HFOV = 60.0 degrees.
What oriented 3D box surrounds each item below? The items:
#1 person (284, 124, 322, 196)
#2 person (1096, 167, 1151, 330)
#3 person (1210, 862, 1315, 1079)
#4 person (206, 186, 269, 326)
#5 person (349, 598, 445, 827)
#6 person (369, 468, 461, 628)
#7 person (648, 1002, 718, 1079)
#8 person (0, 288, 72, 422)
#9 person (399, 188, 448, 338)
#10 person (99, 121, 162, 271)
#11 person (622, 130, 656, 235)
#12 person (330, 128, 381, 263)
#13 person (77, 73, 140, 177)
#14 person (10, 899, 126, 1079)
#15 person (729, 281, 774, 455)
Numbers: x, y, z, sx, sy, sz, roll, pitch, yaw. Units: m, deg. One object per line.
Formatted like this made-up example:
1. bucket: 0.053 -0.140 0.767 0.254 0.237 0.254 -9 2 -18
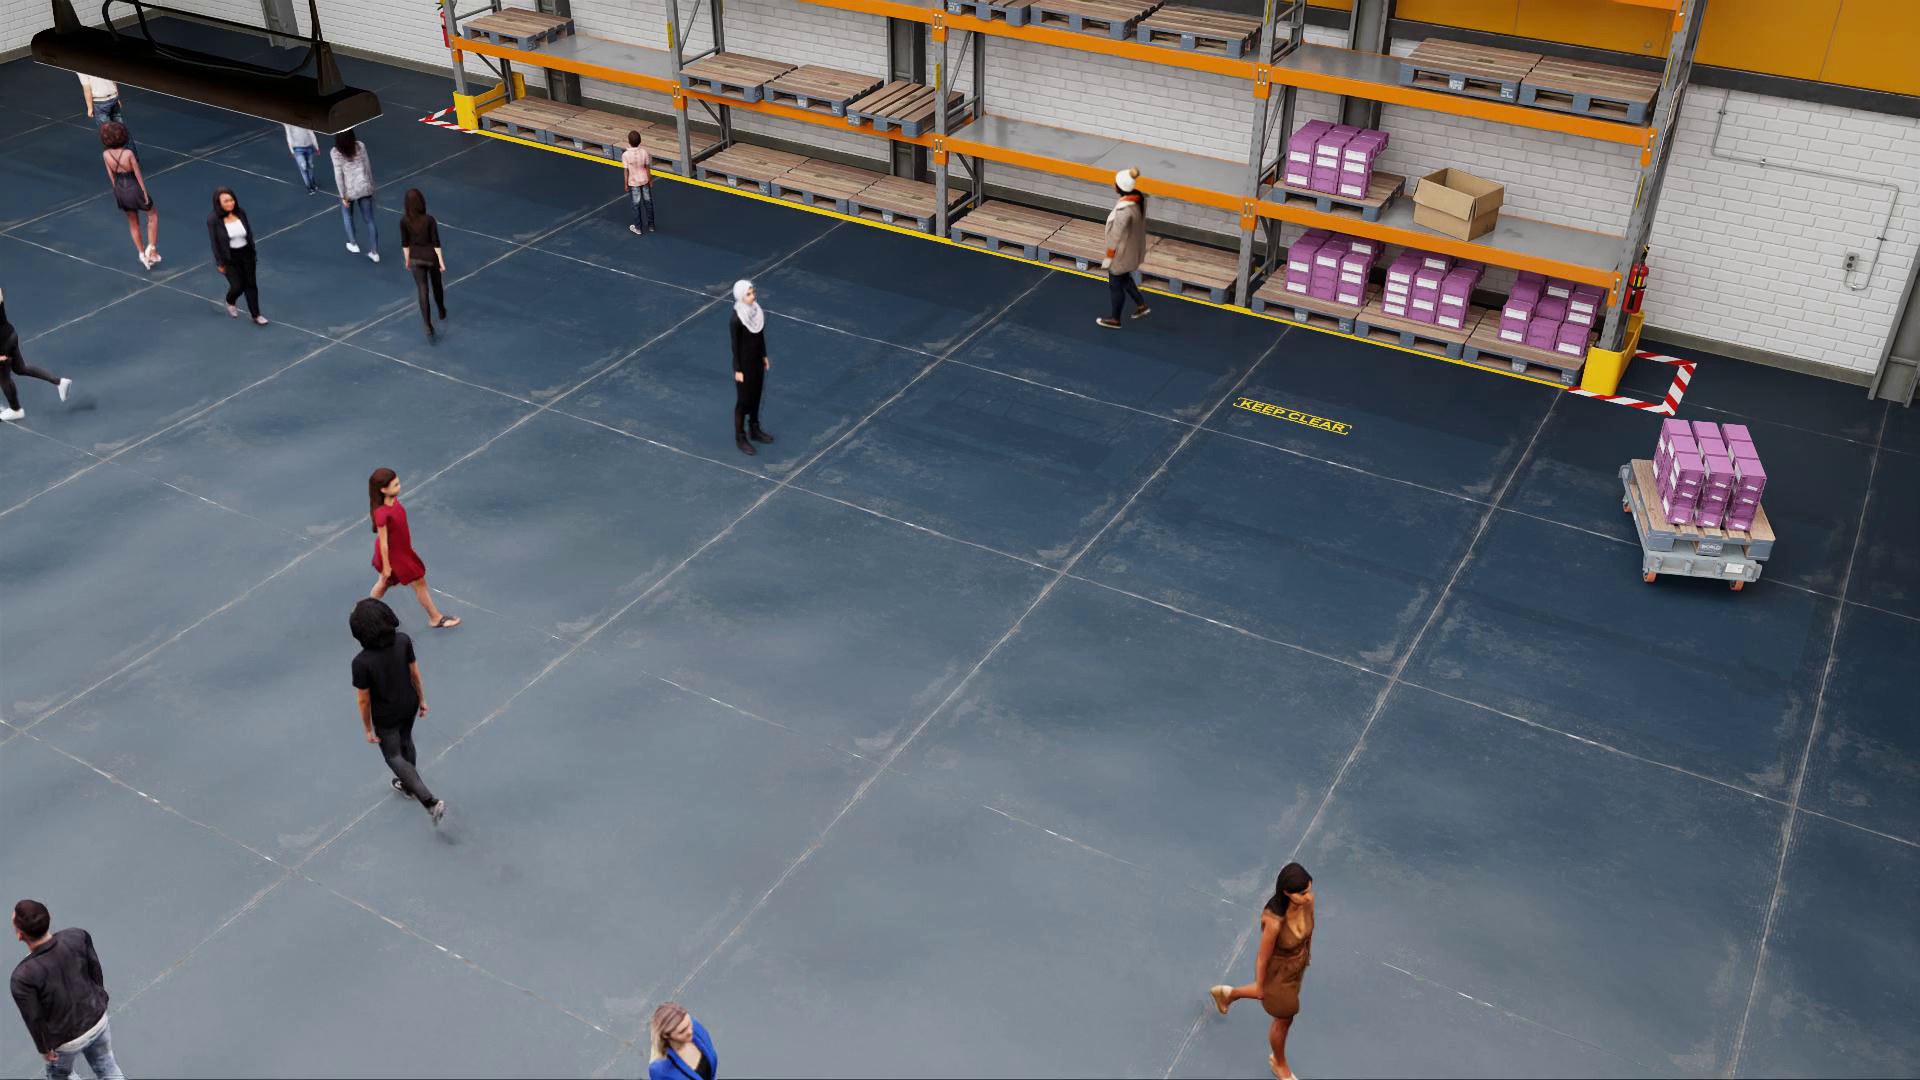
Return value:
1. person: -8.614 -5.179 21.772 0.692 1.236 0.868 -22 40 -30
2. person: 1.869 -3.174 18.170 0.816 1.883 0.738 15 36 21
3. person: 1.838 2.498 9.830 0.735 1.669 1.007 -29 43 -36
4. person: -8.042 -3.142 18.371 0.793 1.606 0.690 22 40 30
5. person: -3.920 1.215 11.635 1.061 1.809 0.757 26 41 33
6. person: -4.696 0.106 13.570 1.103 1.514 0.956 -3 34 -5
7. person: -1.555 3.085 8.947 1.150 1.669 0.742 13 36 18
8. person: -9.419 -1.966 16.546 1.062 1.670 1.017 -9 35 -14
9. person: -5.858 -3.004 18.161 1.051 1.610 1.071 -6 34 -9
10. person: -9.737 -3.985 19.488 0.697 1.775 0.767 1 34 1
11. person: -3.982 -4.440 20.595 0.591 1.307 0.621 -17 37 -24
12. person: -7.141 -4.123 19.756 0.840 1.708 0.972 -19 38 -26
13. person: -11.346 -5.772 22.103 0.562 1.856 0.658 16 37 23
14. person: -4.907 2.748 9.316 0.607 1.822 0.686 15 36 21
15. person: -2.043 -1.680 16.021 0.532 1.773 0.590 19 38 26
